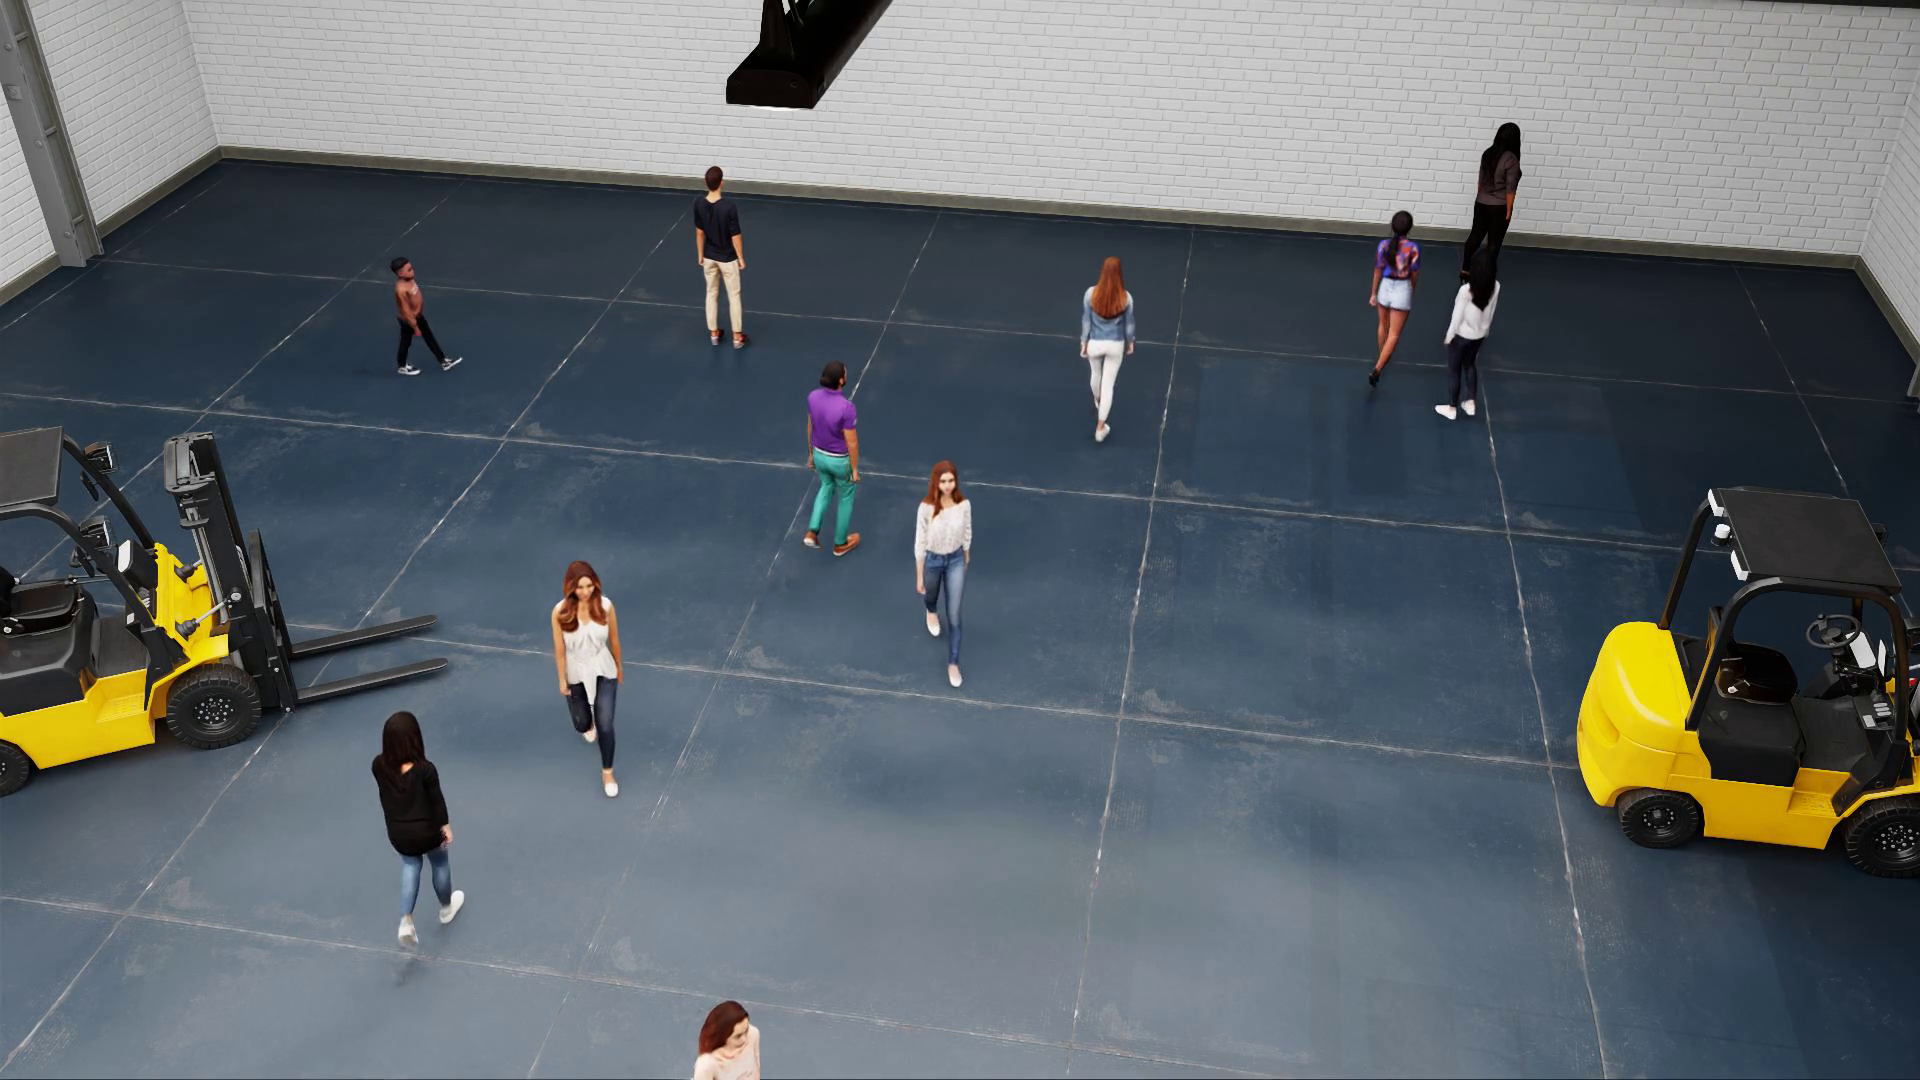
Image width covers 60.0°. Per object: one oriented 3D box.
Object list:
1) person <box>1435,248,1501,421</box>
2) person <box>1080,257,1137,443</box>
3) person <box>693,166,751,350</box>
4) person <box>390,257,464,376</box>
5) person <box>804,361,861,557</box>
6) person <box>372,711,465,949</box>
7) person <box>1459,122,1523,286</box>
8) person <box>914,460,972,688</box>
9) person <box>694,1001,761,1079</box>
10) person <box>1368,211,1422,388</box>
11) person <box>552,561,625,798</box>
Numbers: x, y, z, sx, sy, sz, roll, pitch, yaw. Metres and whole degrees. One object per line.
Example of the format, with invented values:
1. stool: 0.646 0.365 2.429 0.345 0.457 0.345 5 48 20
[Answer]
1. person: 4.660 -1.866 15.220 0.710 1.700 0.745 -15 36 -21
2. person: 1.297 -1.679 14.973 0.693 1.663 1.062 8 34 12
3. person: -2.375 -2.792 16.475 0.656 1.853 0.556 10 35 14
4. person: -5.374 -2.140 16.064 0.651 1.223 0.827 2 34 3
5. person: -1.059 -0.598 13.269 0.789 1.748 0.886 19 38 26
6. person: -3.255 1.742 9.856 0.618 1.630 0.872 3 34 4
7. person: 5.618 -3.503 17.559 0.808 1.838 0.742 -20 38 -27
8. person: -0.152 0.142 12.207 0.811 1.691 1.199 -4 34 -6
9. person: -1.198 2.833 8.394 1.007 1.432 0.989 -28 43 -35
10. person: 4.102 -2.255 15.793 0.847 1.714 1.153 19 38 26
11. person: -2.484 0.856 11.067 0.835 1.765 1.006 -10 35 -15
